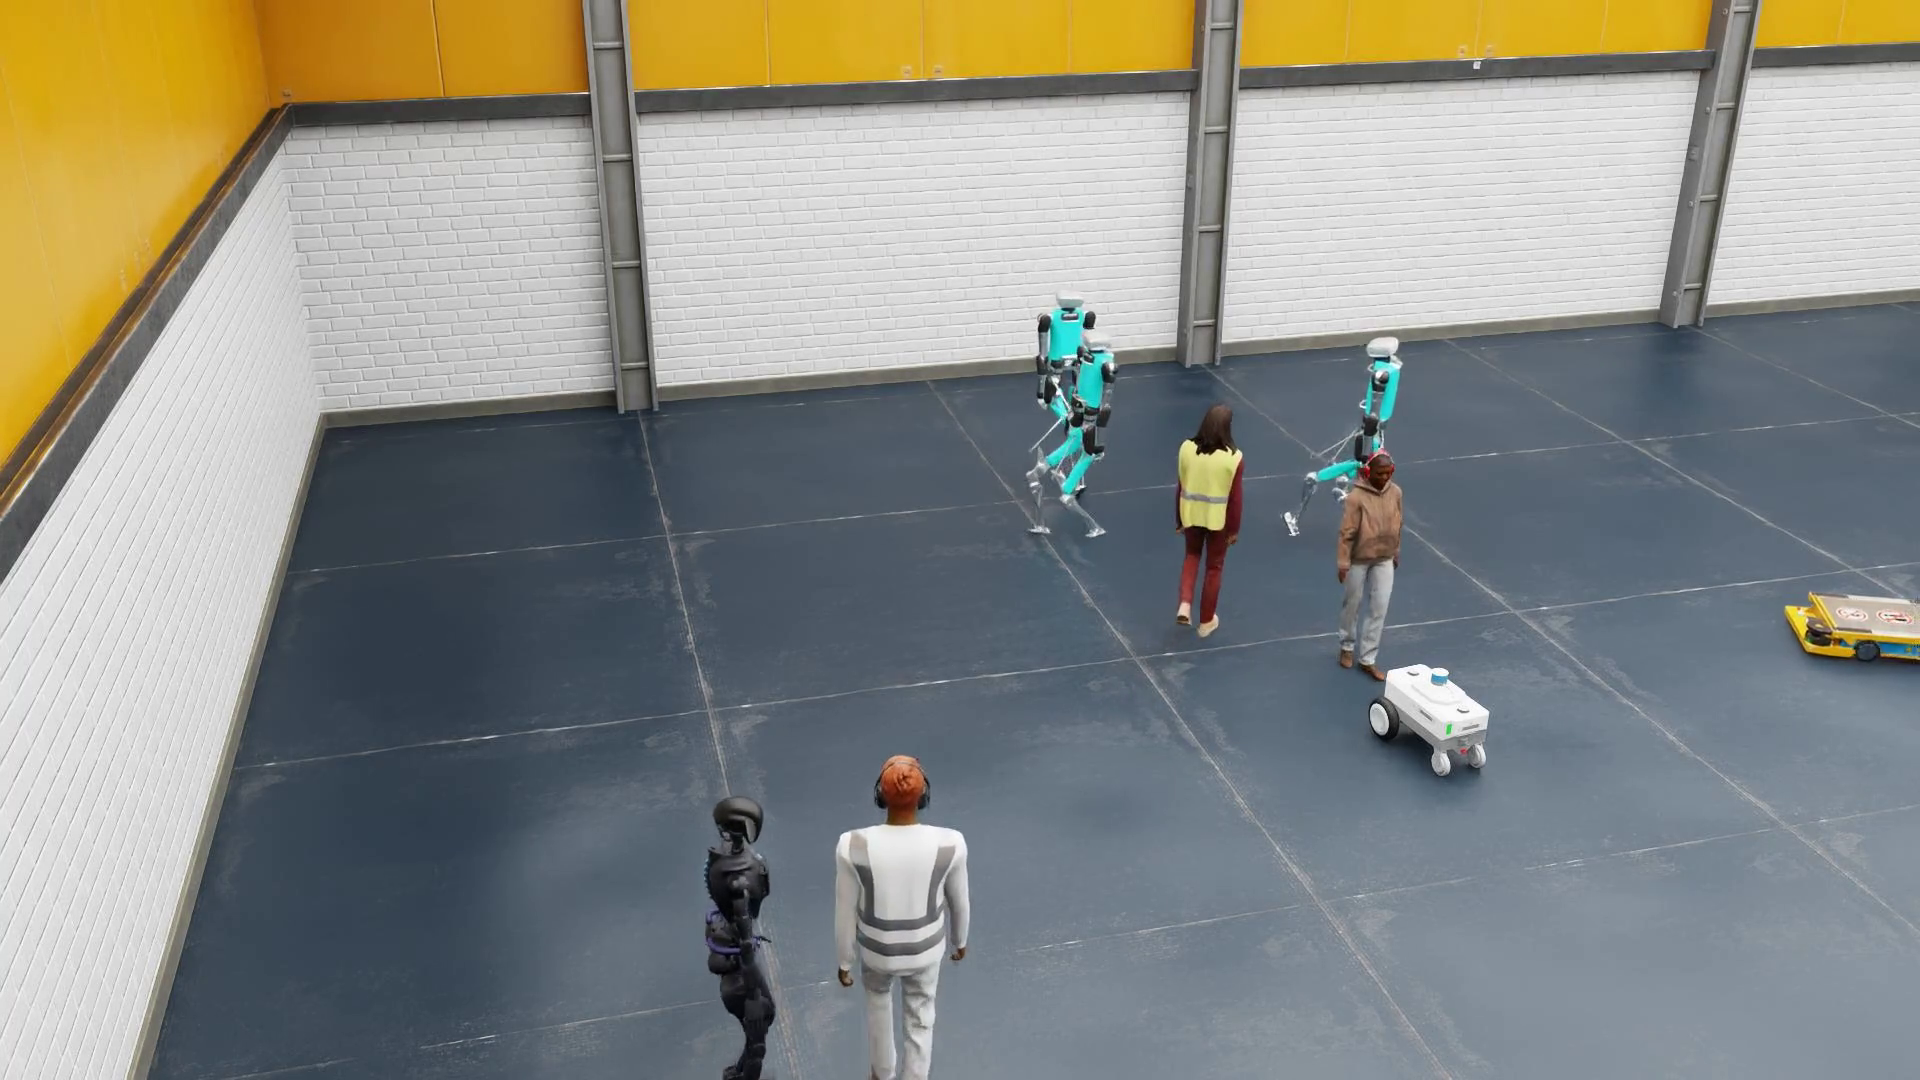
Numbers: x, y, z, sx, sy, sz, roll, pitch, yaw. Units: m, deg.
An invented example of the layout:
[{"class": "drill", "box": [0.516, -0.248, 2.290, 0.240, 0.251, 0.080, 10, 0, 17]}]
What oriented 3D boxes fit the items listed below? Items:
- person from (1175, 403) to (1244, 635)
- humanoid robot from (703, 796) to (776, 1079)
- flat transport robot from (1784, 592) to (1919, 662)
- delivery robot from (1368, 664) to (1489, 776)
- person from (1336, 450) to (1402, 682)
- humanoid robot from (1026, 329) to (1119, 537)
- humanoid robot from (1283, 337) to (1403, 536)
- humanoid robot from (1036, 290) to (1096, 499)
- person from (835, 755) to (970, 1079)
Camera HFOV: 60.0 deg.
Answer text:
[{"class": "person", "box": [1.765, -0.132, 11.811, 0.487, 1.755, 0.436, 11, 26, 24]}, {"class": "humanoid robot", "box": [-0.970, 1.858, 7.390, 0.302, 1.648, 0.612, -5, 24, -11]}, {"class": "flat transport robot", "box": [6.739, 0.654, 11.874, 1.431, 0.231, 0.659, 5, 24, 10]}, {"class": "delivery robot", "box": [2.990, 1.092, 10.549, 0.499, 0.614, 0.791, -9, 25, -19]}, {"class": "person", "box": [2.783, 0.158, 11.299, 0.505, 1.639, 0.467, -6, 24, -13]}, {"class": "humanoid robot", "box": [0.831, -0.796, 13.394, 0.872, 1.784, 0.569, -10, 26, -21]}, {"class": "humanoid robot", "box": [3.024, -0.795, 13.383, 0.911, 1.798, 0.543, 11, 26, 23]}, {"class": "humanoid robot", "box": [1.018, -1.207, 14.303, 0.531, 1.771, 0.967, -9, 25, -19]}, {"class": "person", "box": [-0.250, 1.757, 7.384, 0.589, 1.863, 0.636, -1, 24, -2]}]
